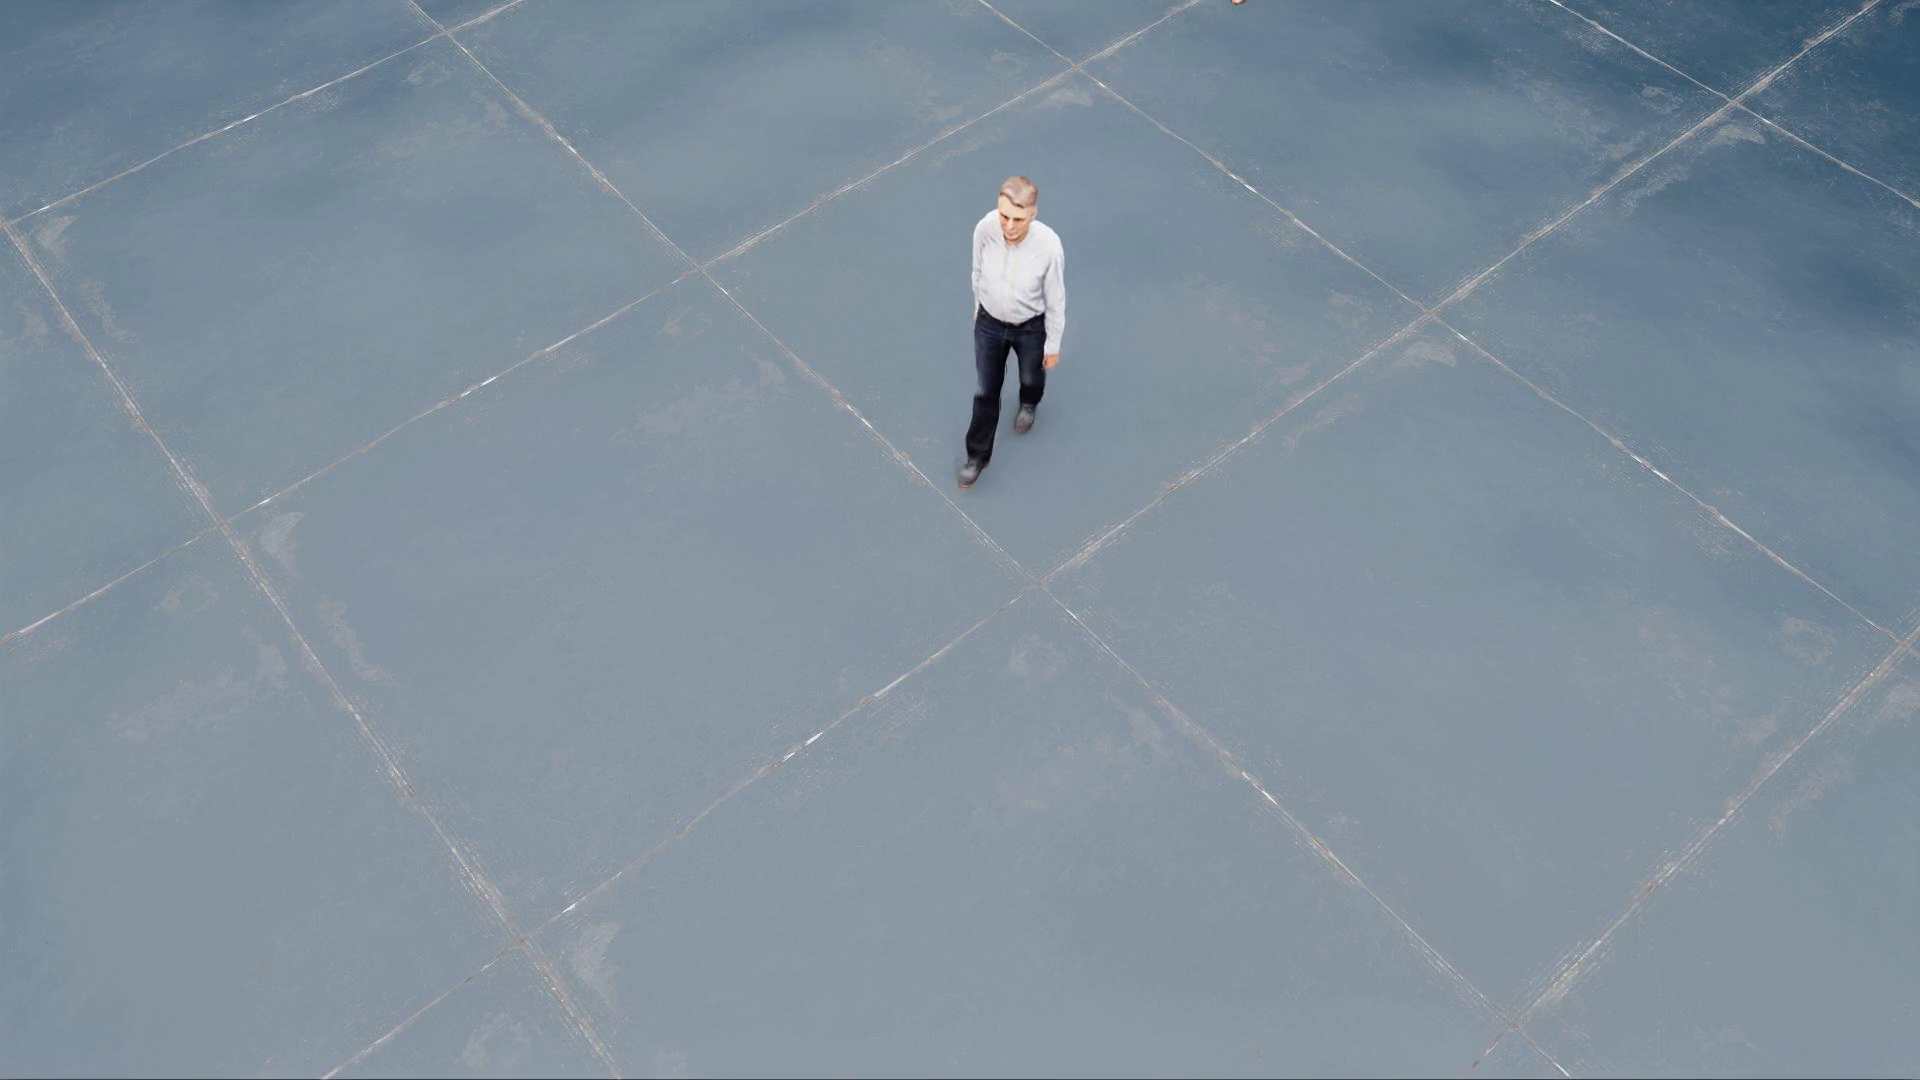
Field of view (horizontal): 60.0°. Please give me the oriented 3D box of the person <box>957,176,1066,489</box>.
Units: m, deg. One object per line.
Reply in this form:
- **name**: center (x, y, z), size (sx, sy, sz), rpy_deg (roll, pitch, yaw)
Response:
- **person**: center (0.310, -1.134, 8.288), size (0.962, 1.791, 1.143), rpy_deg (19, 55, 14)
